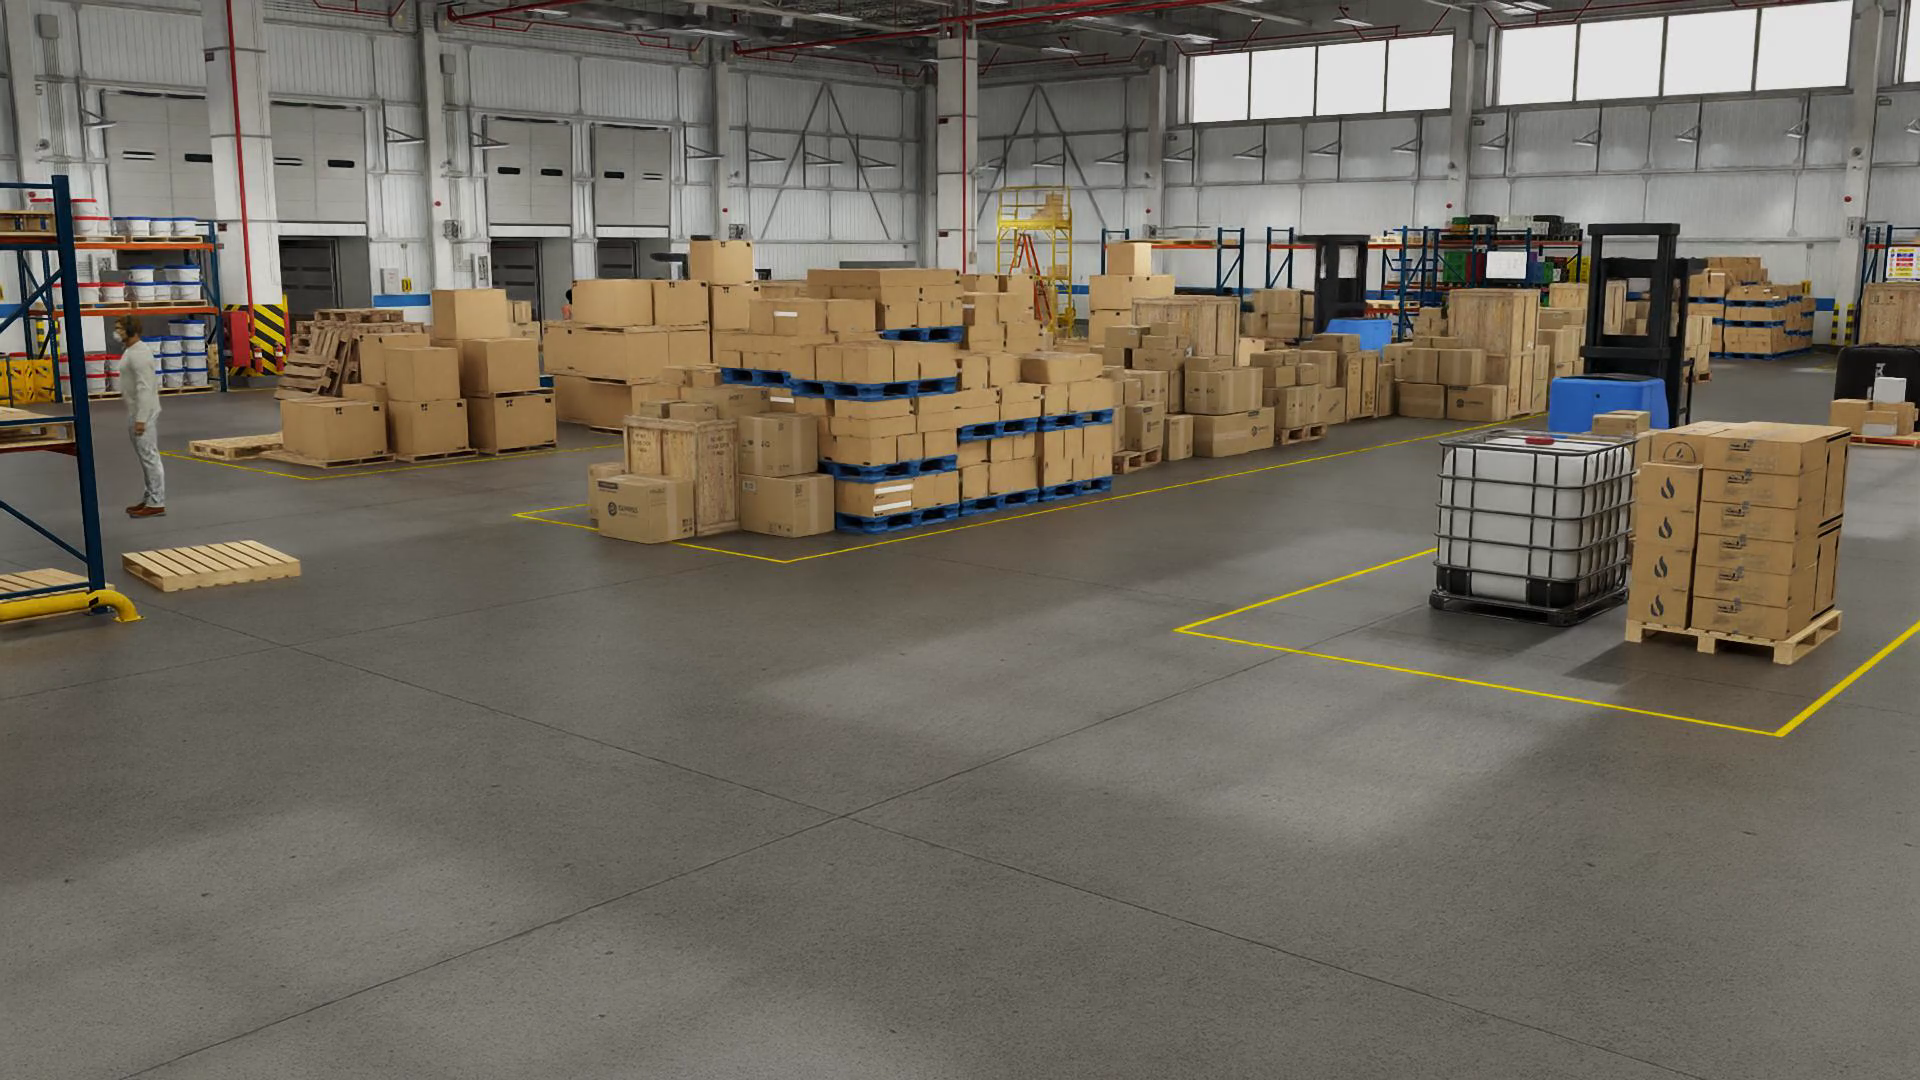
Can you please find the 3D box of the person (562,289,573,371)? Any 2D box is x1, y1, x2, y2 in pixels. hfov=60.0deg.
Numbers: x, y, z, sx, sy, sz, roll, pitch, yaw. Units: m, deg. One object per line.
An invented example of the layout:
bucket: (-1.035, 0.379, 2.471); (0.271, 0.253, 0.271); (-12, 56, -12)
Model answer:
person: (-8.030, -4.341, 34.478); (0.315, 1.696, 0.541); (3, 11, 19)

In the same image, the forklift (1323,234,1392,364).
forklift: (8.041, -4.957, 34.614); (1.129, 2.768, 1.873); (-5, 11, -25)

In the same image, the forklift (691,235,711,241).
forklift: (-5.766, -5.368, 36.958); (1.873, 2.768, 1.129); (-2, 10, -9)

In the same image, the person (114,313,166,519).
person: (-7.775, -1.176, 15.766); (0.371, 1.941, 0.627); (-6, 11, -29)

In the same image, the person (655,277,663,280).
person: (-6.491, -4.722, 36.008); (0.636, 1.928, 0.387); (-5, 11, -26)

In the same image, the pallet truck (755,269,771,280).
pallet truck: (-4.996, -6.432, 45.525); (1.885, 1.965, 0.823); (-6, 12, -32)

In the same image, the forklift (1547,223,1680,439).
forklift: (7.625, -2.226, 19.067); (1.129, 2.768, 1.873); (8, 13, 40)
